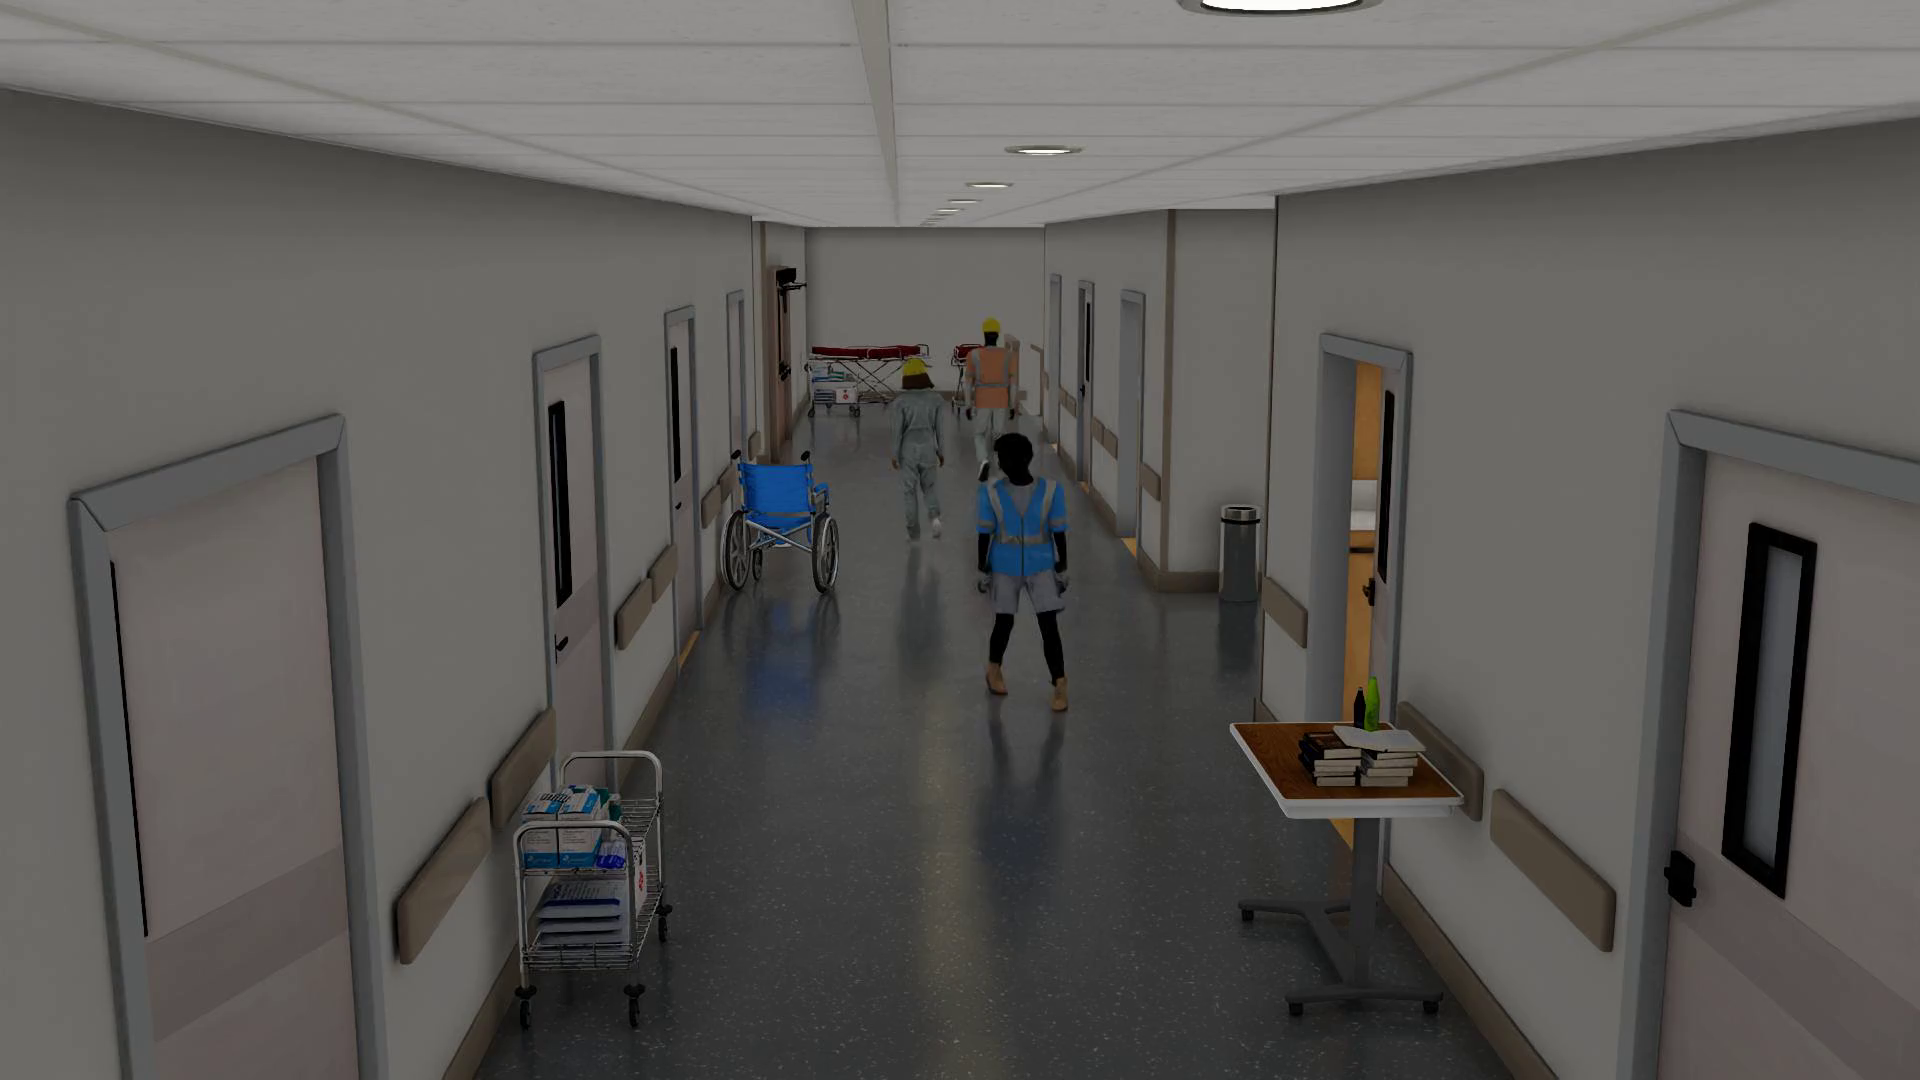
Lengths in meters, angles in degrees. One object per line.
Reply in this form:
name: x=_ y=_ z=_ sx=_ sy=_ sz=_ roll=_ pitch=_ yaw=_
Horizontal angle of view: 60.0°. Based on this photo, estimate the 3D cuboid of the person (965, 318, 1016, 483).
person: x=0.353 y=-1.577 z=19.003 sx=0.591 sy=1.910 sz=0.545 roll=-1 pitch=10 yaw=-4

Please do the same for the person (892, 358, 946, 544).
person: x=-0.377 y=-0.801 z=15.195 sx=0.501 sy=1.715 sz=0.457 roll=-3 pitch=11 yaw=-16

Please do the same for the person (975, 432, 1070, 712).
person: x=0.380 y=0.173 z=10.008 sx=0.572 sy=1.663 sz=0.594 roll=0 pitch=10 yaw=1
